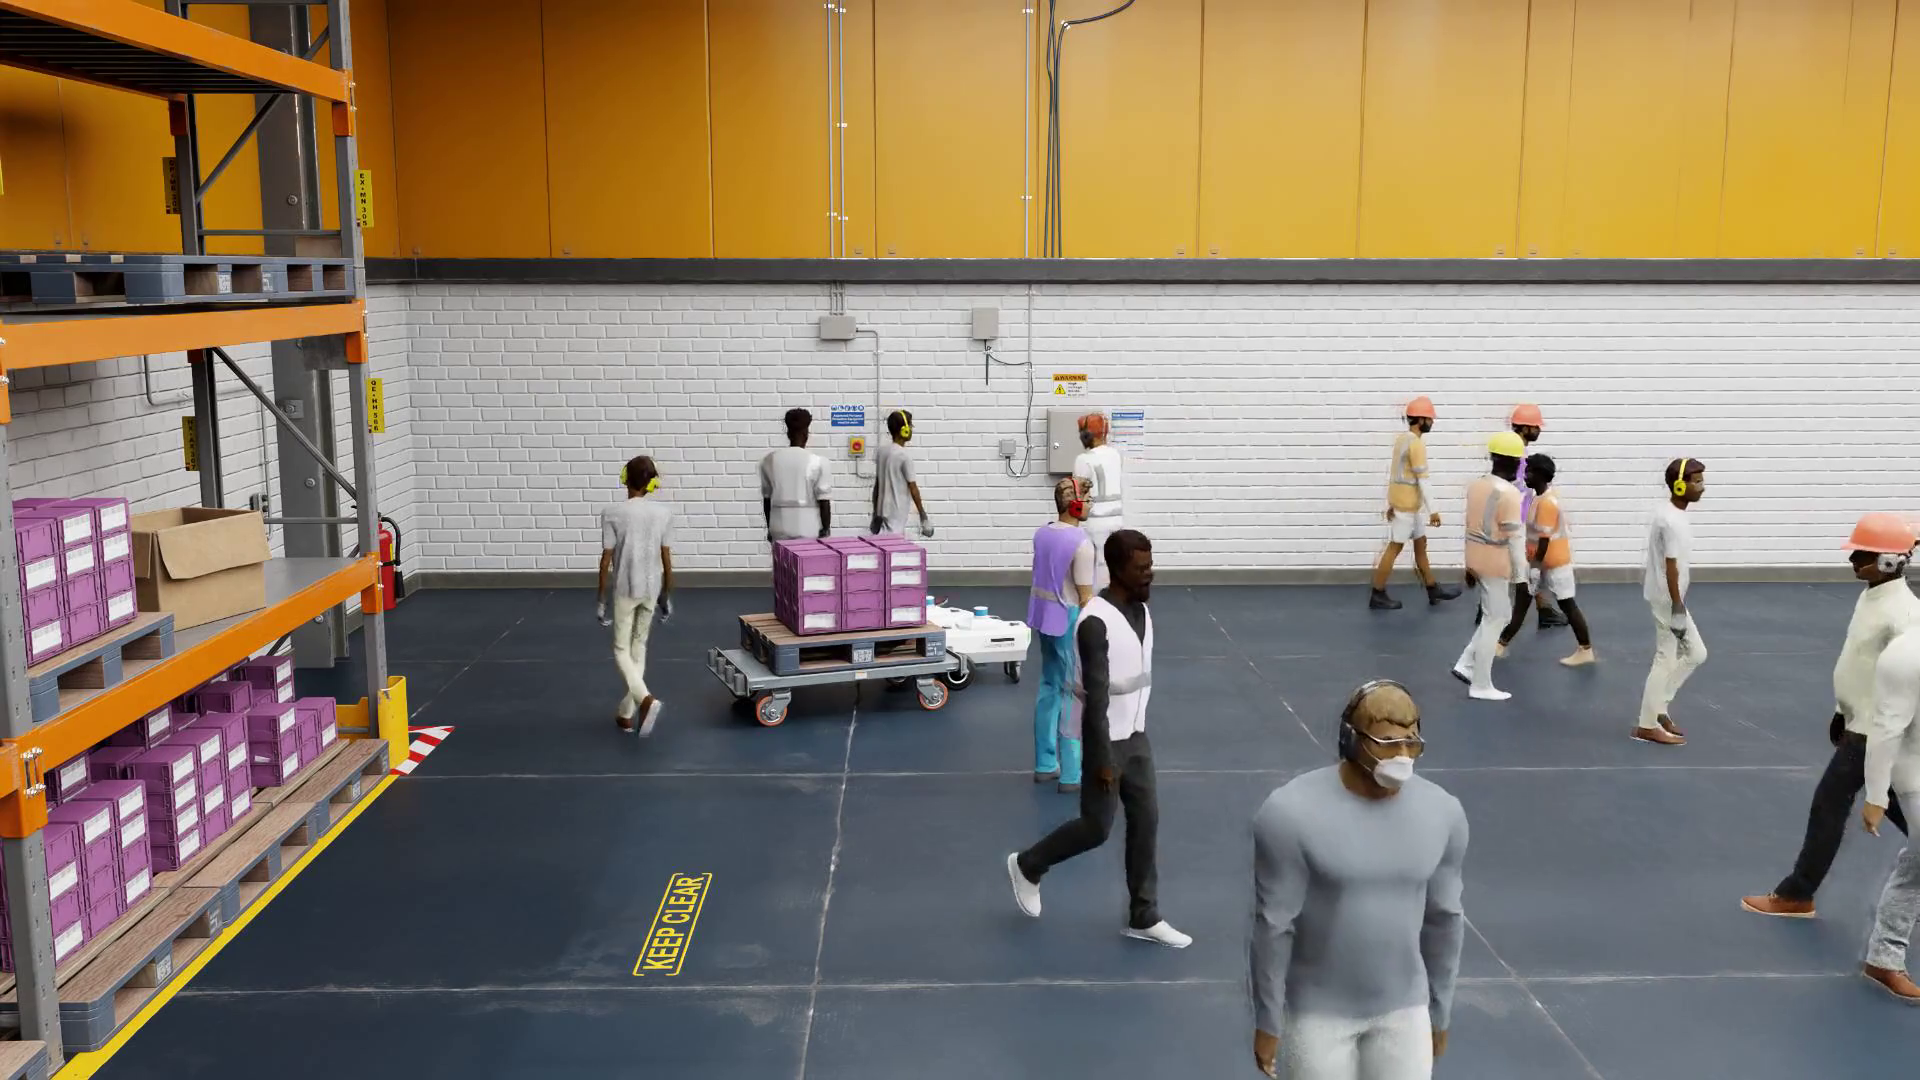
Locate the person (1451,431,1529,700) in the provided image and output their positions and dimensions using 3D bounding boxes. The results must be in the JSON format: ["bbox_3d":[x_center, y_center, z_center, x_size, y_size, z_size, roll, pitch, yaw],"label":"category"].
[{"bbox_3d":[3.769,0.189,11.679,0.419,1.908,0.603,-1,9,-5],"label":"person"}]

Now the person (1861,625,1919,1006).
[{"bbox_3d":[3.994,1.027,6.554,0.656,1.896,0.957,-3,10,-19],"label":"person"}]

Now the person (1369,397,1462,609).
[{"bbox_3d":[4.091,-0.313,14.769,0.930,1.892,0.561,1,9,4],"label":"person"}]

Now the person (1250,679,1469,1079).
[{"bbox_3d":[1.113,1.310,4.773,0.638,1.918,0.673,-1,9,-9],"label":"person"}]

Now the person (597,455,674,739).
[{"bbox_3d":[-2.073,0.376,10.758,0.531,1.835,0.706,-5,11,-29],"label":"person"}]

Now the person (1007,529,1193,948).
[{"bbox_3d":[0.644,0.876,7.511,0.817,1.899,0.594,6,11,33],"label":"person"}]

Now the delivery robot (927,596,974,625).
[{"bbox_3d":[-0.246,0.670,12.575,0.707,0.478,0.477,-7,12,-37],"label":"delivery robot"}]

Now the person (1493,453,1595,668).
[{"bbox_3d":[4.426,0.158,12.647,0.920,1.635,0.545,2,9,9],"label":"person"}]

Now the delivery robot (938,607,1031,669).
[{"bbox_3d":[0.154,0.732,12.194,0.707,0.478,0.477,-2,9,-14],"label":"delivery robot"}]

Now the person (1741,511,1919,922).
[{"bbox_3d":[4.263,0.830,7.648,1.022,1.958,0.621,3,10,20],"label":"person"}]

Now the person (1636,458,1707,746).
[{"bbox_3d":[4.549,0.398,10.560,0.440,1.851,0.551,5,10,26],"label":"person"}]

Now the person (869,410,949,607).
[{"bbox_3d":[-0.444,-0.195,14.263,0.962,1.829,0.509,-5,11,-28],"label":"person"}]

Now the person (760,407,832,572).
[{"bbox_3d":[-1.274,-0.095,13.291,0.617,1.935,0.783,2,9,9],"label":"person"}]

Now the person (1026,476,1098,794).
[{"bbox_3d":[0.599,0.547,9.664,0.387,1.845,0.565,-5,10,-27],"label":"person"}]

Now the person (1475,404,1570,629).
[{"bbox_3d":[4.813,-0.191,14.035,0.893,1.903,0.548,0,9,1],"label":"person"}]

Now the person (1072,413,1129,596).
[{"bbox_3d":[1.060,-0.113,13.662,0.729,1.856,0.584,7,12,37],"label":"person"}]
